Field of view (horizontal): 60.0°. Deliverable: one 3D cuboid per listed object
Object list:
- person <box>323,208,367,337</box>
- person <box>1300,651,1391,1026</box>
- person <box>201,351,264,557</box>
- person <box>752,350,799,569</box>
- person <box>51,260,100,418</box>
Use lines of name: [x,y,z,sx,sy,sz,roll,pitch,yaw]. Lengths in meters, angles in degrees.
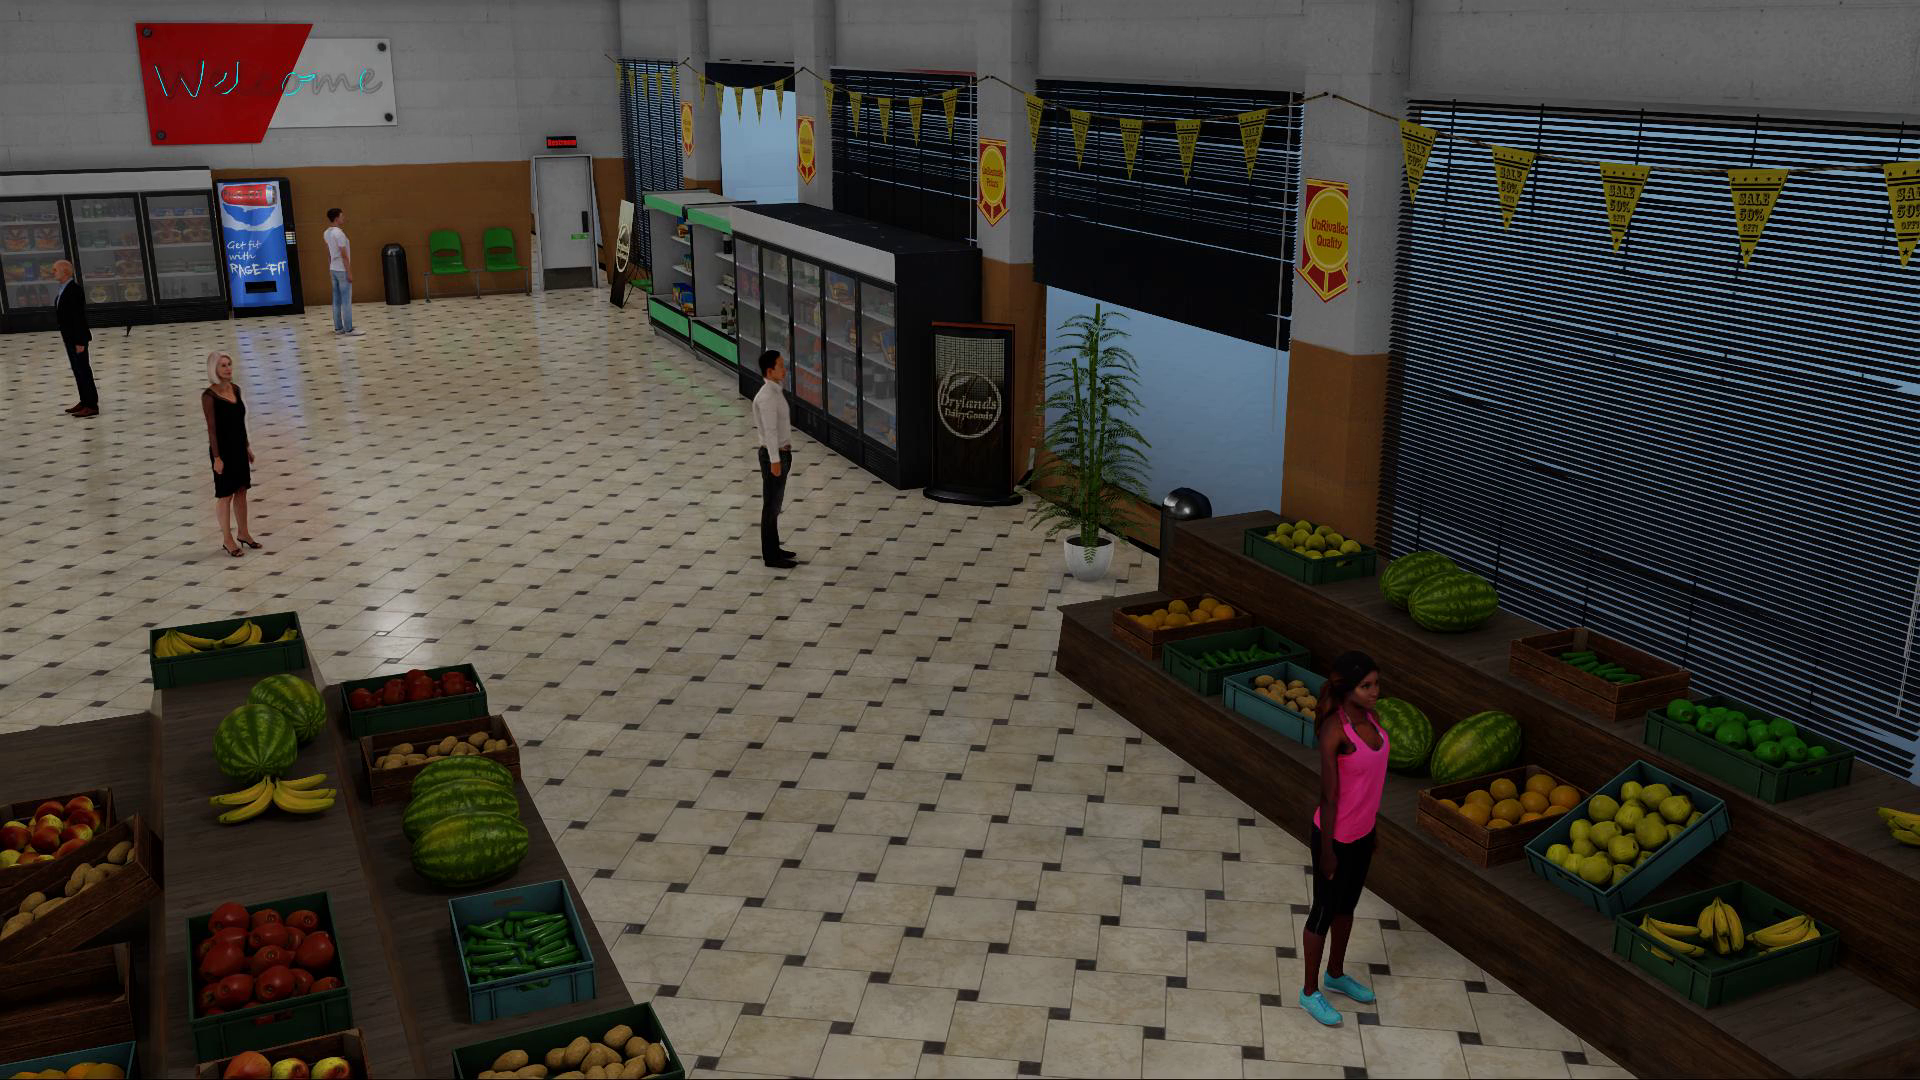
person: [-9.119,-3.942,24.462,0.626,1.851,0.778,14,22,39]
person: [1.708,1.301,7.417,0.620,1.724,0.634,-15,22,-40]
person: [-6.201,-0.742,14.103,0.718,1.748,0.644,5,18,15]
person: [-1.551,-0.683,13.796,0.791,1.812,0.638,-1,17,-3]
person: [-10.273,-2.351,19.313,0.812,1.800,0.625,-14,22,-39]
